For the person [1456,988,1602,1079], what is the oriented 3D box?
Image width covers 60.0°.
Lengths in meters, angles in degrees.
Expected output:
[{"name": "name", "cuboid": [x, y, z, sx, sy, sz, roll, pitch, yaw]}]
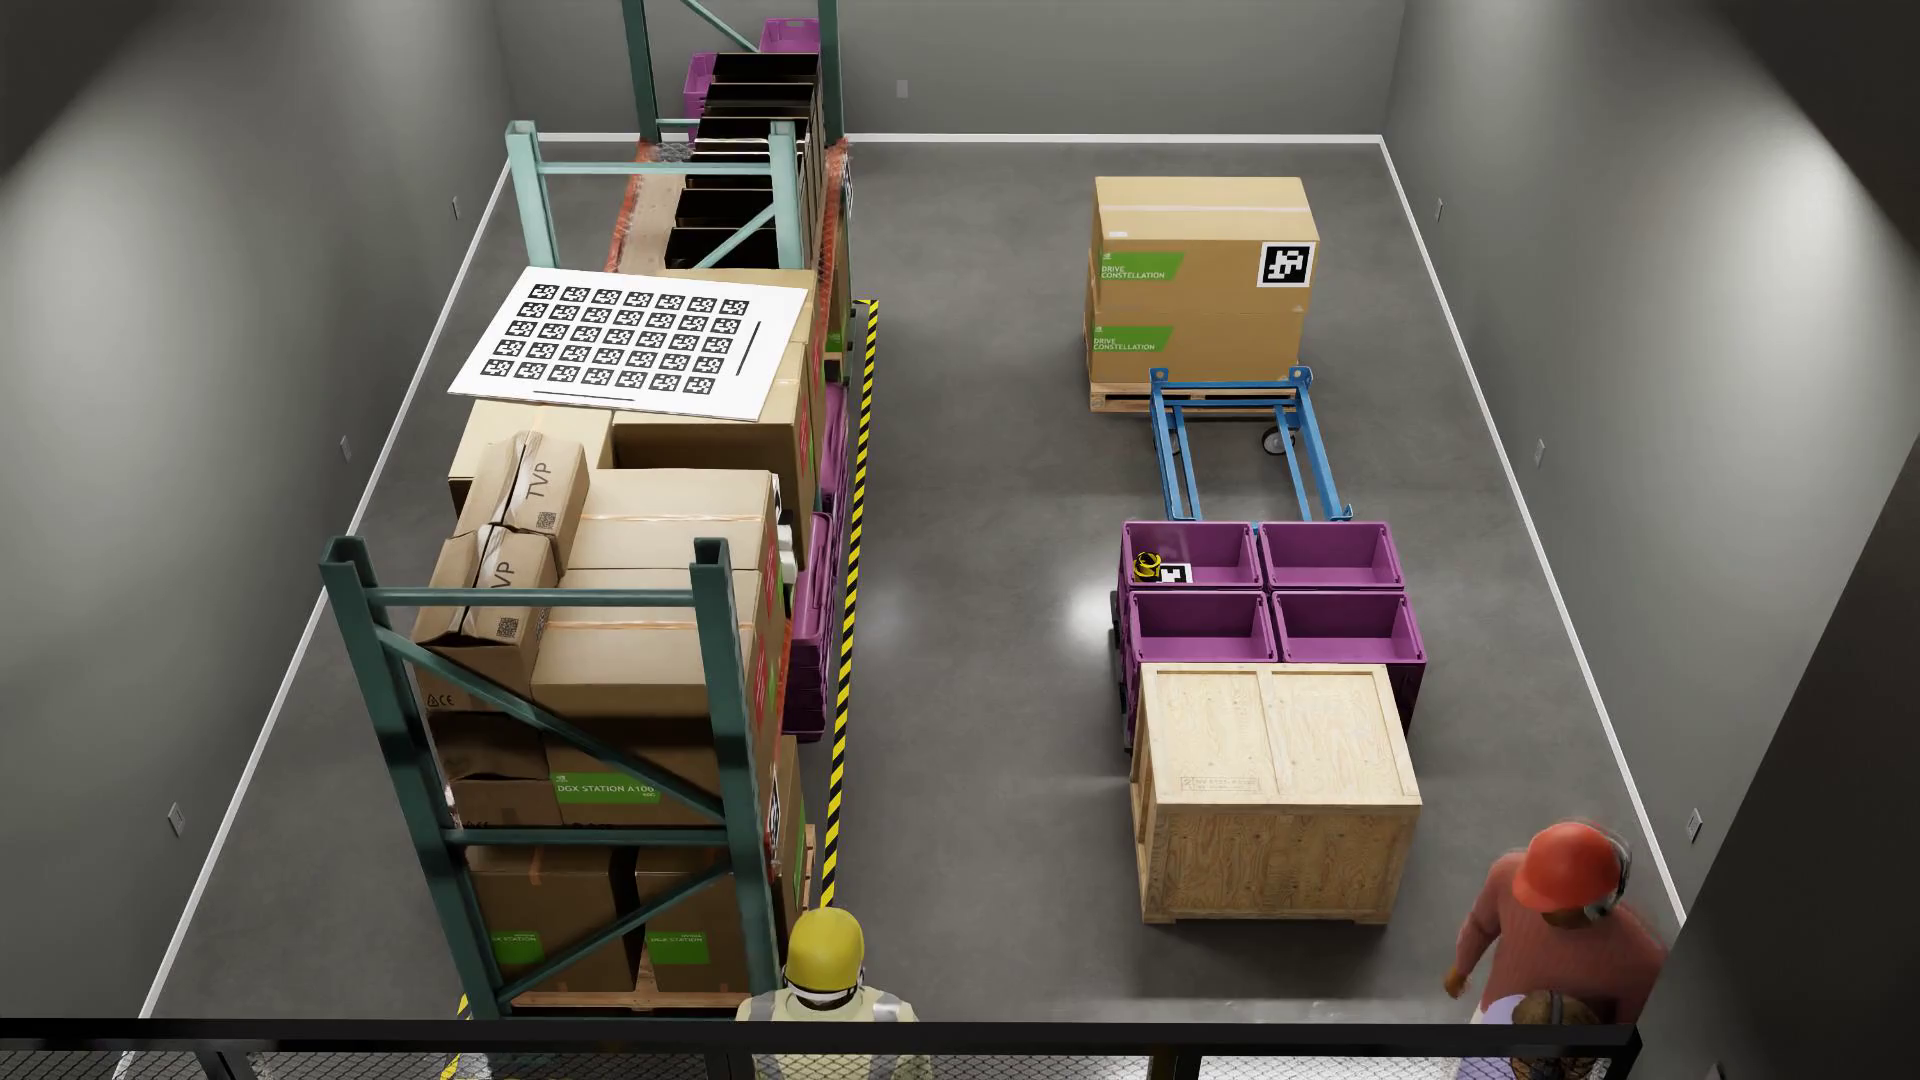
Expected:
[{"name": "person", "cuboid": [1.536, 1.930, 4.913, 0.379, 1.940, 0.629, 12, 43, 14]}]

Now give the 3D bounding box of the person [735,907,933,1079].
[{"name": "person", "cuboid": [-0.377, 1.748, 5.198, 0.588, 1.835, 0.403, 1, 41, 1]}]

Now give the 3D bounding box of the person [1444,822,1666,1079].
[{"name": "person", "cuboid": [1.856, 1.576, 5.297, 0.727, 1.960, 0.497, 32, 51, 31]}]
